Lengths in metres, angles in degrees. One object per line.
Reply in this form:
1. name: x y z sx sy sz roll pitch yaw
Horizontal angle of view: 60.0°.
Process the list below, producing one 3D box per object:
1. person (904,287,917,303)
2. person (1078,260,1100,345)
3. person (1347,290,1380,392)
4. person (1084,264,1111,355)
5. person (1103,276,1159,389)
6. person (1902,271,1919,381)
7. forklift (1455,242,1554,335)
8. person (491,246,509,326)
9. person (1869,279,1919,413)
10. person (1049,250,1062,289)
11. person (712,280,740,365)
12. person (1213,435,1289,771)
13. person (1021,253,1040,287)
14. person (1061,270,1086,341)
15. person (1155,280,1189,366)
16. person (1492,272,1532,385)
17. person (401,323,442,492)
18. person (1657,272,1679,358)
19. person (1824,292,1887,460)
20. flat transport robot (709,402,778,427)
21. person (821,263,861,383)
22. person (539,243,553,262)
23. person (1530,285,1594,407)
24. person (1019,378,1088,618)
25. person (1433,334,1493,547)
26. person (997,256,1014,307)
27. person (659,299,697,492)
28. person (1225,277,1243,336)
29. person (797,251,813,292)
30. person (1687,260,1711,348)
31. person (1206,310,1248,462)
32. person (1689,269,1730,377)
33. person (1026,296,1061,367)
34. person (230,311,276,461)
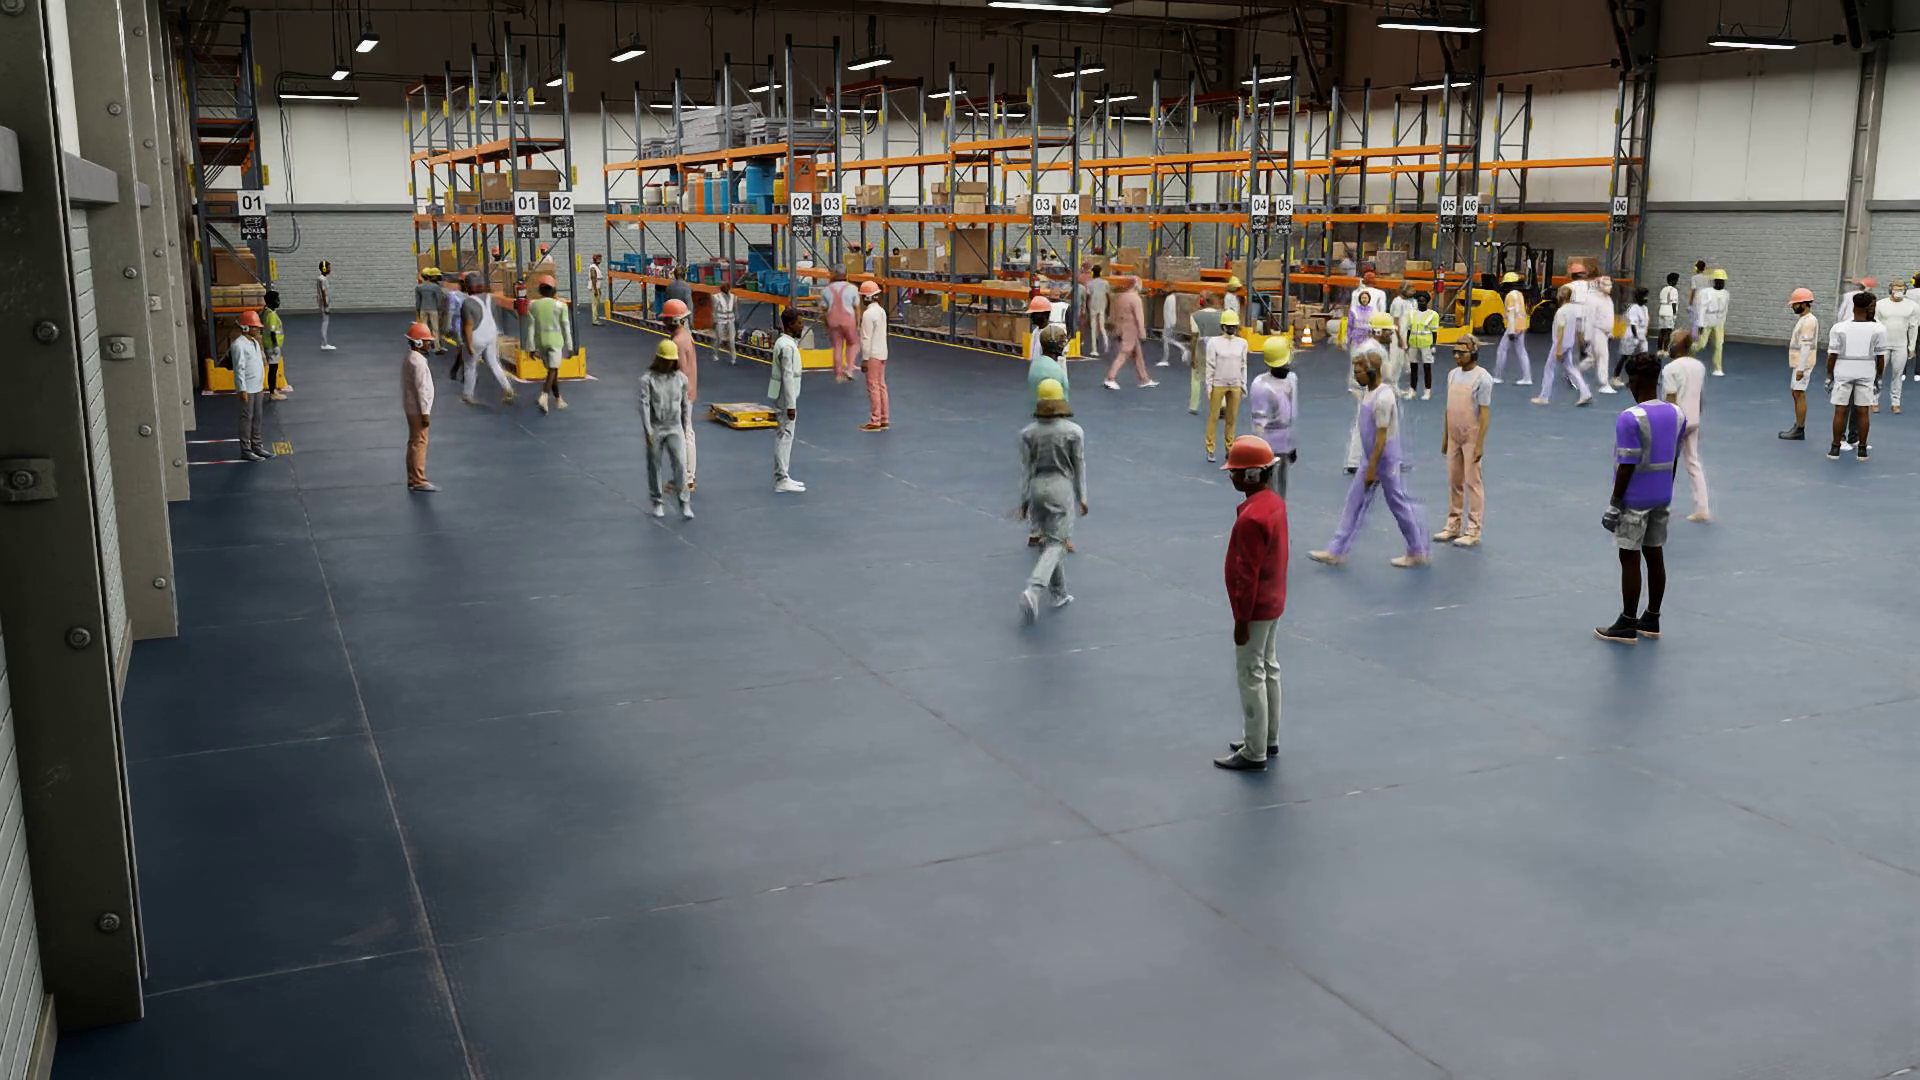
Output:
1. person: -1.573 -8.410 53.309 0.498 1.634 0.278 9 14 38
2. person: 2.764 -5.140 36.091 0.647 1.876 0.913 -3 11 -13
3. person: 6.487 -3.198 26.807 0.514 1.641 0.307 1 11 7
4. person: 2.792 -4.640 33.615 0.542 1.850 0.514 -3 12 -16
5. person: 2.797 -3.401 27.313 1.006 1.857 0.665 -3 11 -14
6. person: 16.441 -3.680 28.657 0.532 1.876 0.321 4 12 18
7. forklift: 13.047 -6.049 39.881 2.313 2.155 1.214 -5 12 -23
8. person: -11.725 -6.447 42.288 0.613 2.041 0.393 -2 11 -11
9. person: 13.437 -2.790 23.998 0.627 1.933 0.366 4 12 20
10. person: 2.763 -7.685 49.279 0.522 1.772 0.300 3 12 16
11. person: -4.517 -4.176 31.855 0.550 1.610 0.675 -6 12 -26
12. person: 1.508 0.323 8.650 0.354 1.743 0.572 5 12 24
13. person: 2.180 -8.269 52.073 0.630 1.850 0.964 3 12 15
14. person: 2.331 -4.779 34.629 0.567 1.717 0.721 -4 12 -21
15. person: 4.005 -4.084 31.374 0.550 1.619 0.506 2 11 11
16. person: 9.291 -3.555 28.028 0.868 1.871 0.601 9 14 39
17. person: -5.602 -1.379 17.285 0.344 1.748 0.565 -6 13 -28
18. person: 14.194 -4.503 33.303 0.320 1.693 0.531 -1 11 -4
19. person: 10.452 -1.912 19.436 0.611 1.964 0.364 5 12 23
20. flat transport robot: -2.951 -1.724 22.805 0.652 0.197 1.431 -5 12 -23
21. person: -1.993 -3.688 28.273 0.709 2.000 0.535 3 12 17
22. person: -12.119 -7.679 48.673 0.381 1.994 0.620 -10 15 -43
23. person: 9.065 -2.893 24.842 0.522 1.813 0.917 -10 15 -42
24. person: 0.630 -0.302 11.954 0.476 1.701 0.813 7 13 32
25. person: 4.386 -0.869 14.460 0.348 1.841 0.501 -5 12 -25
26. person: 1.341 -7.505 48.690 0.514 1.642 0.311 4 12 19
27. person: -2.910 -1.496 17.250 0.376 1.996 0.612 -1 11 -3
28. person: 4.959 -3.893 30.165 0.487 1.716 0.544 6 13 28
29. person: -4.691 -7.945 50.759 0.585 1.700 0.893 -1 11 -3
30. person: 15.836 -5.058 35.696 0.521 1.864 0.335 -4 12 -19
31. person: 3.099 -1.784 19.295 0.527 1.767 0.331 -3 12 -16
32. person: 13.376 -3.883 29.647 0.594 1.899 0.854 -1 11 -7
33. person: 0.924 -1.800 18.945 0.373 1.934 0.551 -5 12 -23
34. person: -8.260 -1.796 19.418 0.350 1.743 0.563 0 11 1
